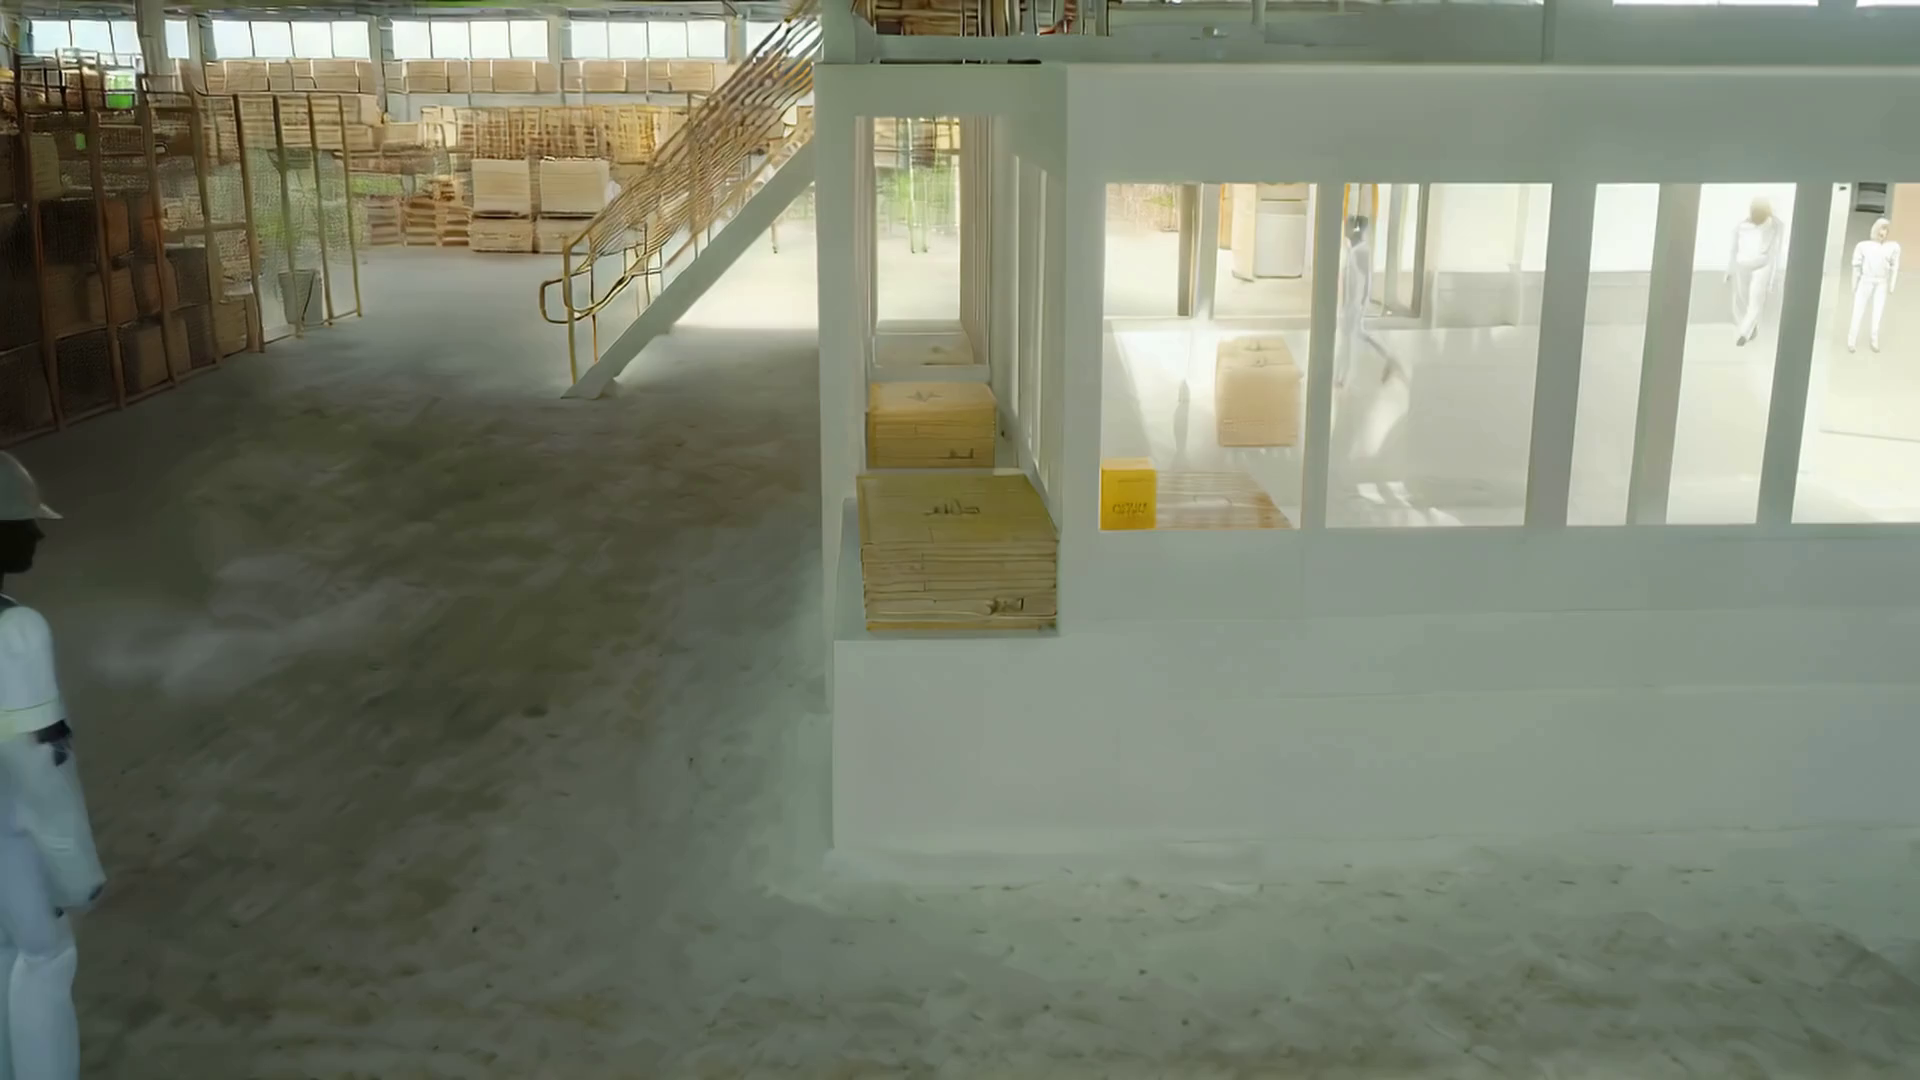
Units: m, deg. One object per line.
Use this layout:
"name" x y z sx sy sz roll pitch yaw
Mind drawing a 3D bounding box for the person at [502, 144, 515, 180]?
"person" -20.572 -17.042 75.505 0.960 1.855 0.673 5 15 20

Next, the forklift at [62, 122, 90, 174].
"forklift" -38.650 -16.971 73.161 1.129 2.768 1.873 2 14 8

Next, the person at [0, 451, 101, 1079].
"person" -2.472 0.724 4.361 0.546 1.934 0.376 7 16 27

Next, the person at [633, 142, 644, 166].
"person" -16.241 -19.196 84.172 0.563 1.837 0.389 -10 17 -35

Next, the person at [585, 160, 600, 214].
"person" -10.195 -9.636 46.130 0.346 1.758 0.526 -5 15 -20

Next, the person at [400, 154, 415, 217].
"person" -16.398 -10.488 49.309 0.526 1.868 0.314 6 15 23

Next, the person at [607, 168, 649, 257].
"person" -6.988 -6.821 34.696 0.955 1.837 0.603 2 14 10

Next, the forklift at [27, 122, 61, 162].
"forklift" -35.376 -14.773 64.377 1.129 2.768 1.873 -1 14 -2

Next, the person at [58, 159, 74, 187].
"person" -20.399 -7.649 37.606 0.746 2.000 0.536 4 15 14

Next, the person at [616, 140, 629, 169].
"person" -15.766 -17.671 77.758 0.613 1.994 0.395 -6 15 -23
